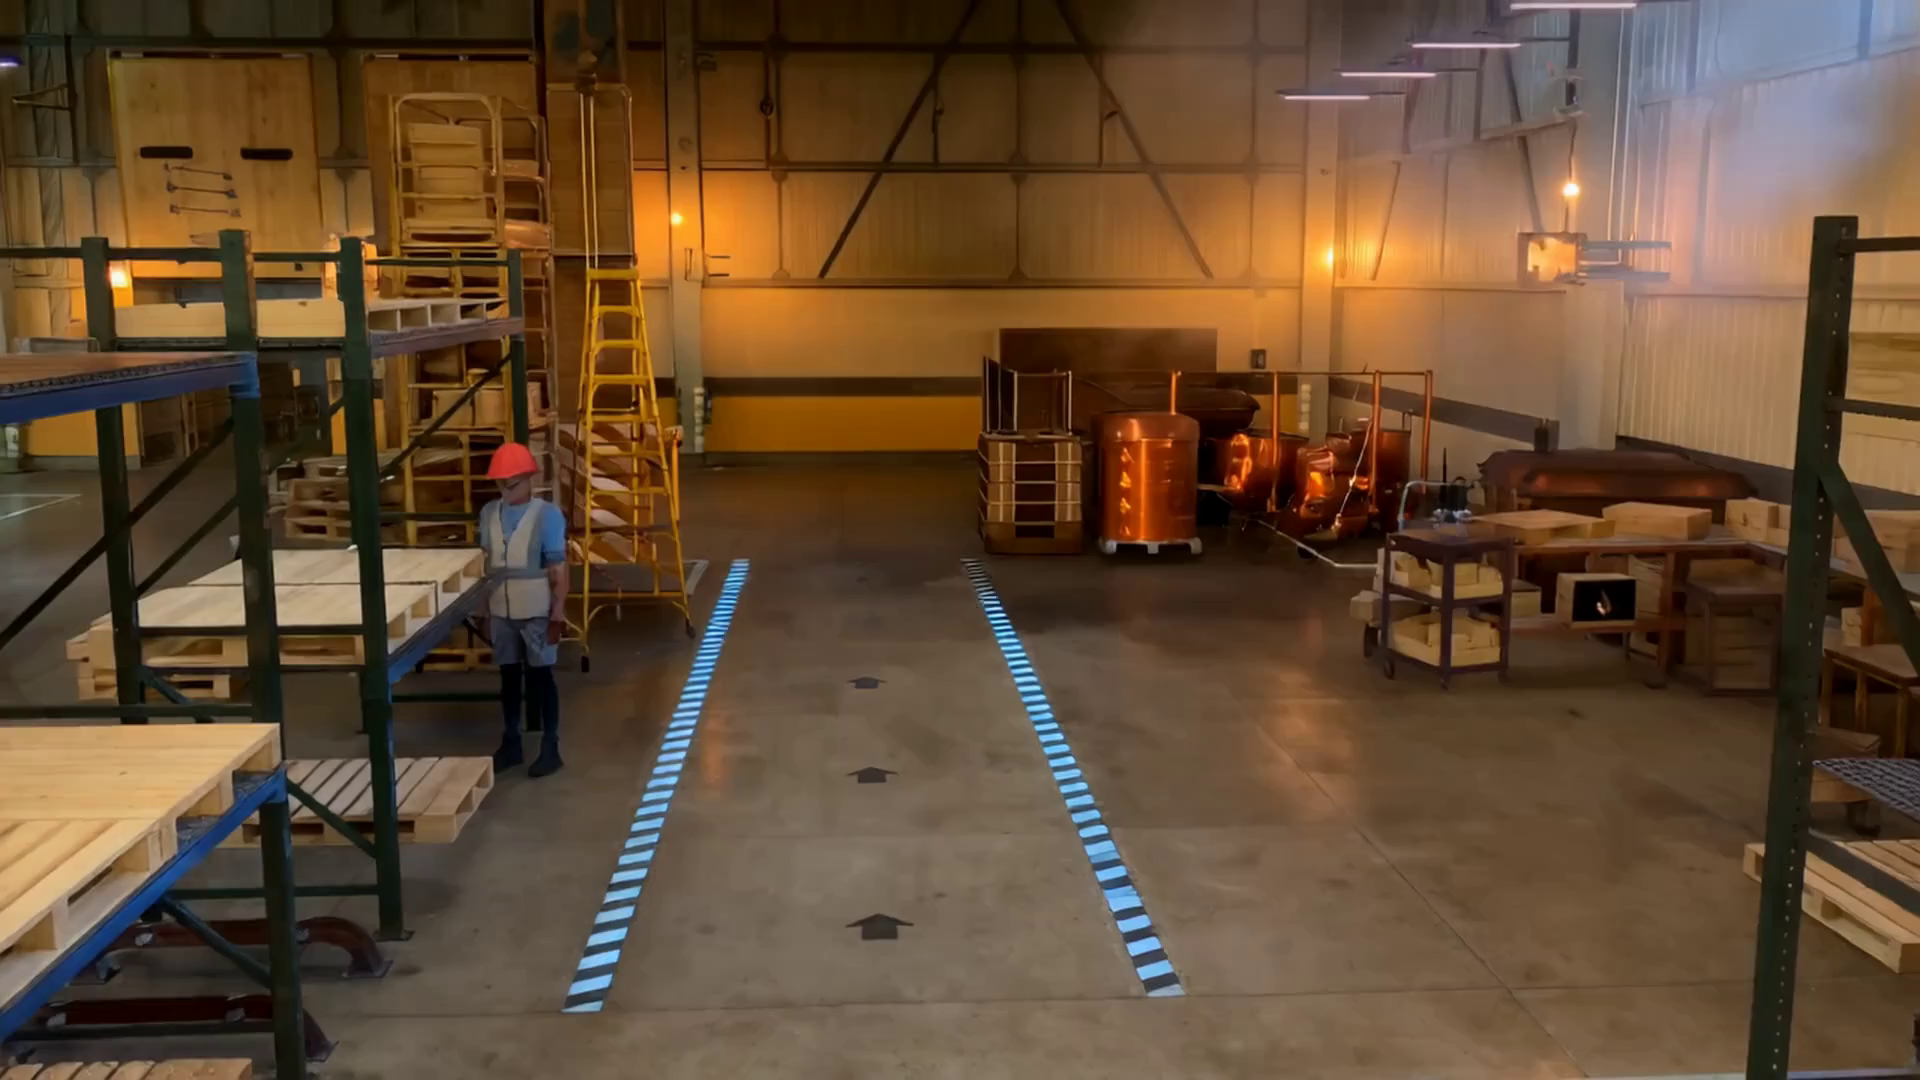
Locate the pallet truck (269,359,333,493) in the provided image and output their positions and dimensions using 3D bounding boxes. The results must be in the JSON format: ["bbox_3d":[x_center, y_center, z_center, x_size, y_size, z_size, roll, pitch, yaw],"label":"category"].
[{"bbox_3d":[-7.062,-1.131,18.996,1.885,1.965,0.823,2,9,13],"label":"pallet truck"}]

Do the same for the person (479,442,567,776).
[{"bbox_3d":[-2.536,0.399,9.577,0.552,1.937,0.356,3,9,17],"label":"person"}]
